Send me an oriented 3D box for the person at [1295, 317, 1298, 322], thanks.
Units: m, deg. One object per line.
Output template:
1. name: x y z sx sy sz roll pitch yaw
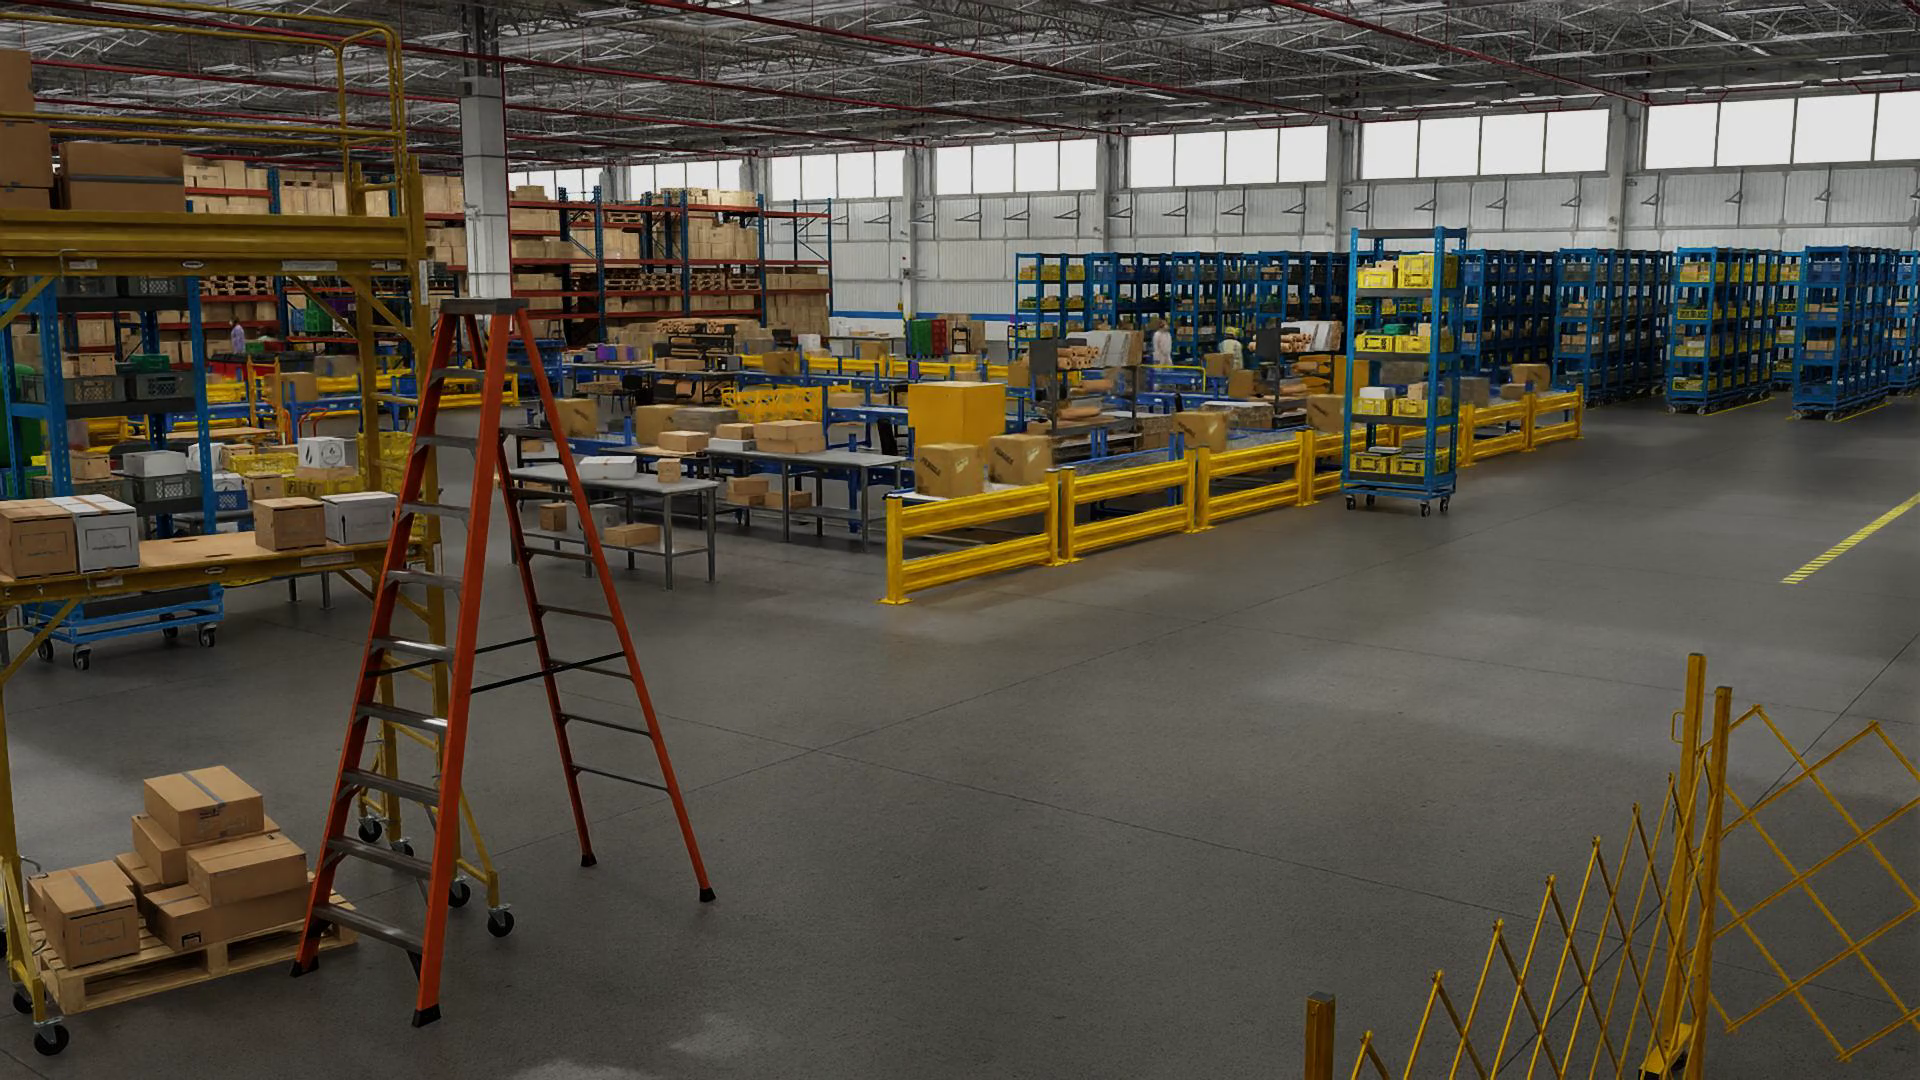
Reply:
1. person: 10.280 -6.051 50.600 0.415 1.985 0.611 7 11 37

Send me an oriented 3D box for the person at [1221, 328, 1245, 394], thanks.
1. person: 6.202 -3.922 37.940 0.644 1.787 0.408 8 12 40

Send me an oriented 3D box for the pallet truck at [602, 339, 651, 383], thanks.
1. pallet truck: -8.991 -4.871 45.351 0.653 1.274 1.630 7 11 37

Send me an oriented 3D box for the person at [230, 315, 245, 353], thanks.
1. person: -19.139 -4.993 44.127 0.372 1.939 0.629 -4 10 -26

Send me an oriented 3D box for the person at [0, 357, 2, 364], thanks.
1. person: -31.569 -6.545 54.000 1.004 1.893 0.549 -8 12 -41

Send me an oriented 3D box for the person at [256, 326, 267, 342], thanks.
1. person: -19.034 -5.061 45.519 0.411 1.615 0.531 -6 11 -33

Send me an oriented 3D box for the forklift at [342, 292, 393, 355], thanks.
1. forklift: -16.485 -5.622 45.120 1.129 2.768 1.873 7 11 37

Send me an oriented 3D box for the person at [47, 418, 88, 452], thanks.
1. person: -11.480 -1.237 21.373 0.528 1.751 0.799 -1 9 -3

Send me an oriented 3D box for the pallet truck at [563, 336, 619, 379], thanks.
1. pallet truck: -10.690 -5.294 48.215 1.601 1.201 0.680 -5 10 -26

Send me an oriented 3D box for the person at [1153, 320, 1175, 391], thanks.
1. person: 5.147 -4.560 41.587 0.668 1.883 0.664 -9 13 -44
